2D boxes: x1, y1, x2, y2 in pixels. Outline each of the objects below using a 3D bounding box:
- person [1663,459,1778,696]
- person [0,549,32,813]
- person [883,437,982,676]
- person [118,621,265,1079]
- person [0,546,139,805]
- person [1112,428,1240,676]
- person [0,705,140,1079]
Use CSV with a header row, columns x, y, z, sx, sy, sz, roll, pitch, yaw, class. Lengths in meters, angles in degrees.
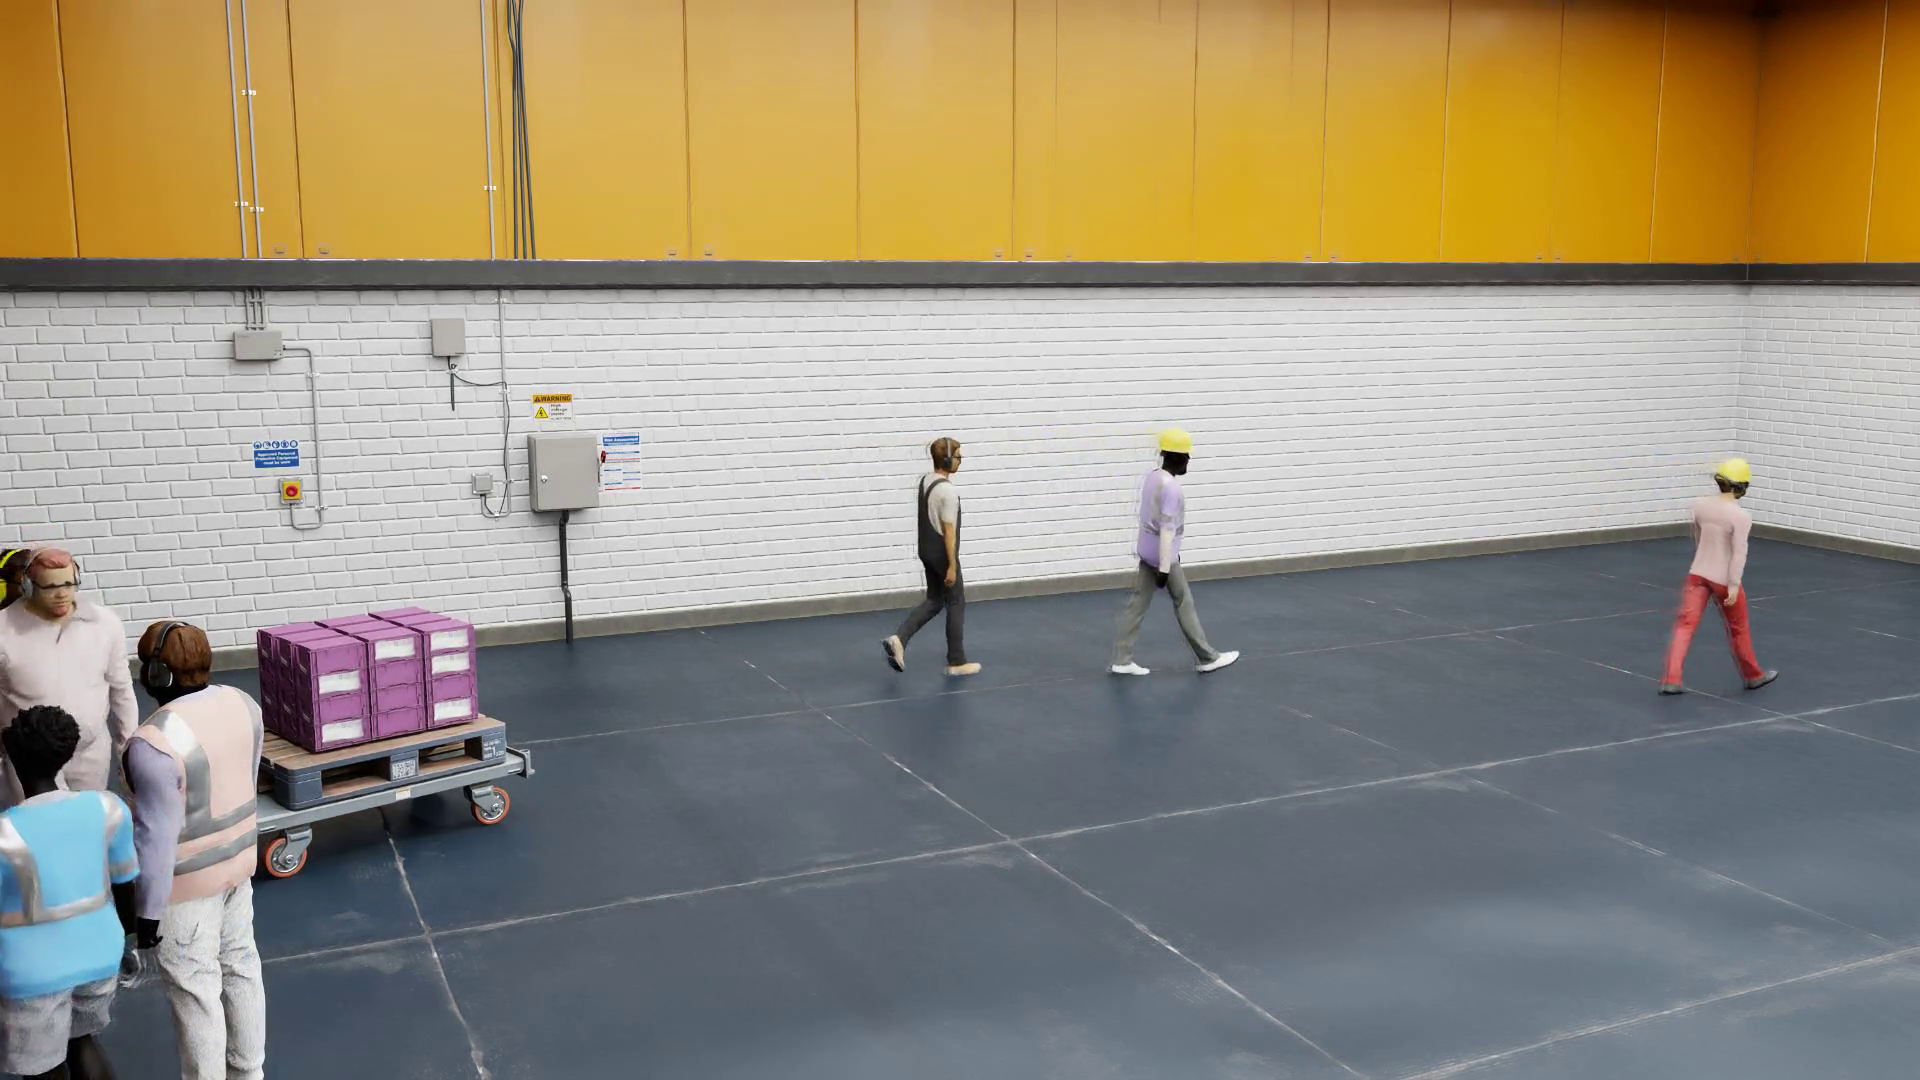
x,y,z,sx,sy,sz,roll,pitch,yaw,class
5.471,0.270,11.935,0.949,1.707,0.530,-4,10,-24,person
-4.205,0.938,7.472,1.003,1.804,0.535,3,10,18,person
-0.200,0.139,12.386,0.704,1.825,0.527,-6,11,-31,person
-2.692,1.187,5.822,0.429,1.845,0.621,1,9,8,person
-4.017,0.930,7.388,0.933,1.860,0.643,8,12,40,person
1.592,0.100,12.441,0.984,1.873,0.612,-2,9,-13,person
-2.870,1.355,5.251,0.381,1.677,0.555,4,10,25,person
